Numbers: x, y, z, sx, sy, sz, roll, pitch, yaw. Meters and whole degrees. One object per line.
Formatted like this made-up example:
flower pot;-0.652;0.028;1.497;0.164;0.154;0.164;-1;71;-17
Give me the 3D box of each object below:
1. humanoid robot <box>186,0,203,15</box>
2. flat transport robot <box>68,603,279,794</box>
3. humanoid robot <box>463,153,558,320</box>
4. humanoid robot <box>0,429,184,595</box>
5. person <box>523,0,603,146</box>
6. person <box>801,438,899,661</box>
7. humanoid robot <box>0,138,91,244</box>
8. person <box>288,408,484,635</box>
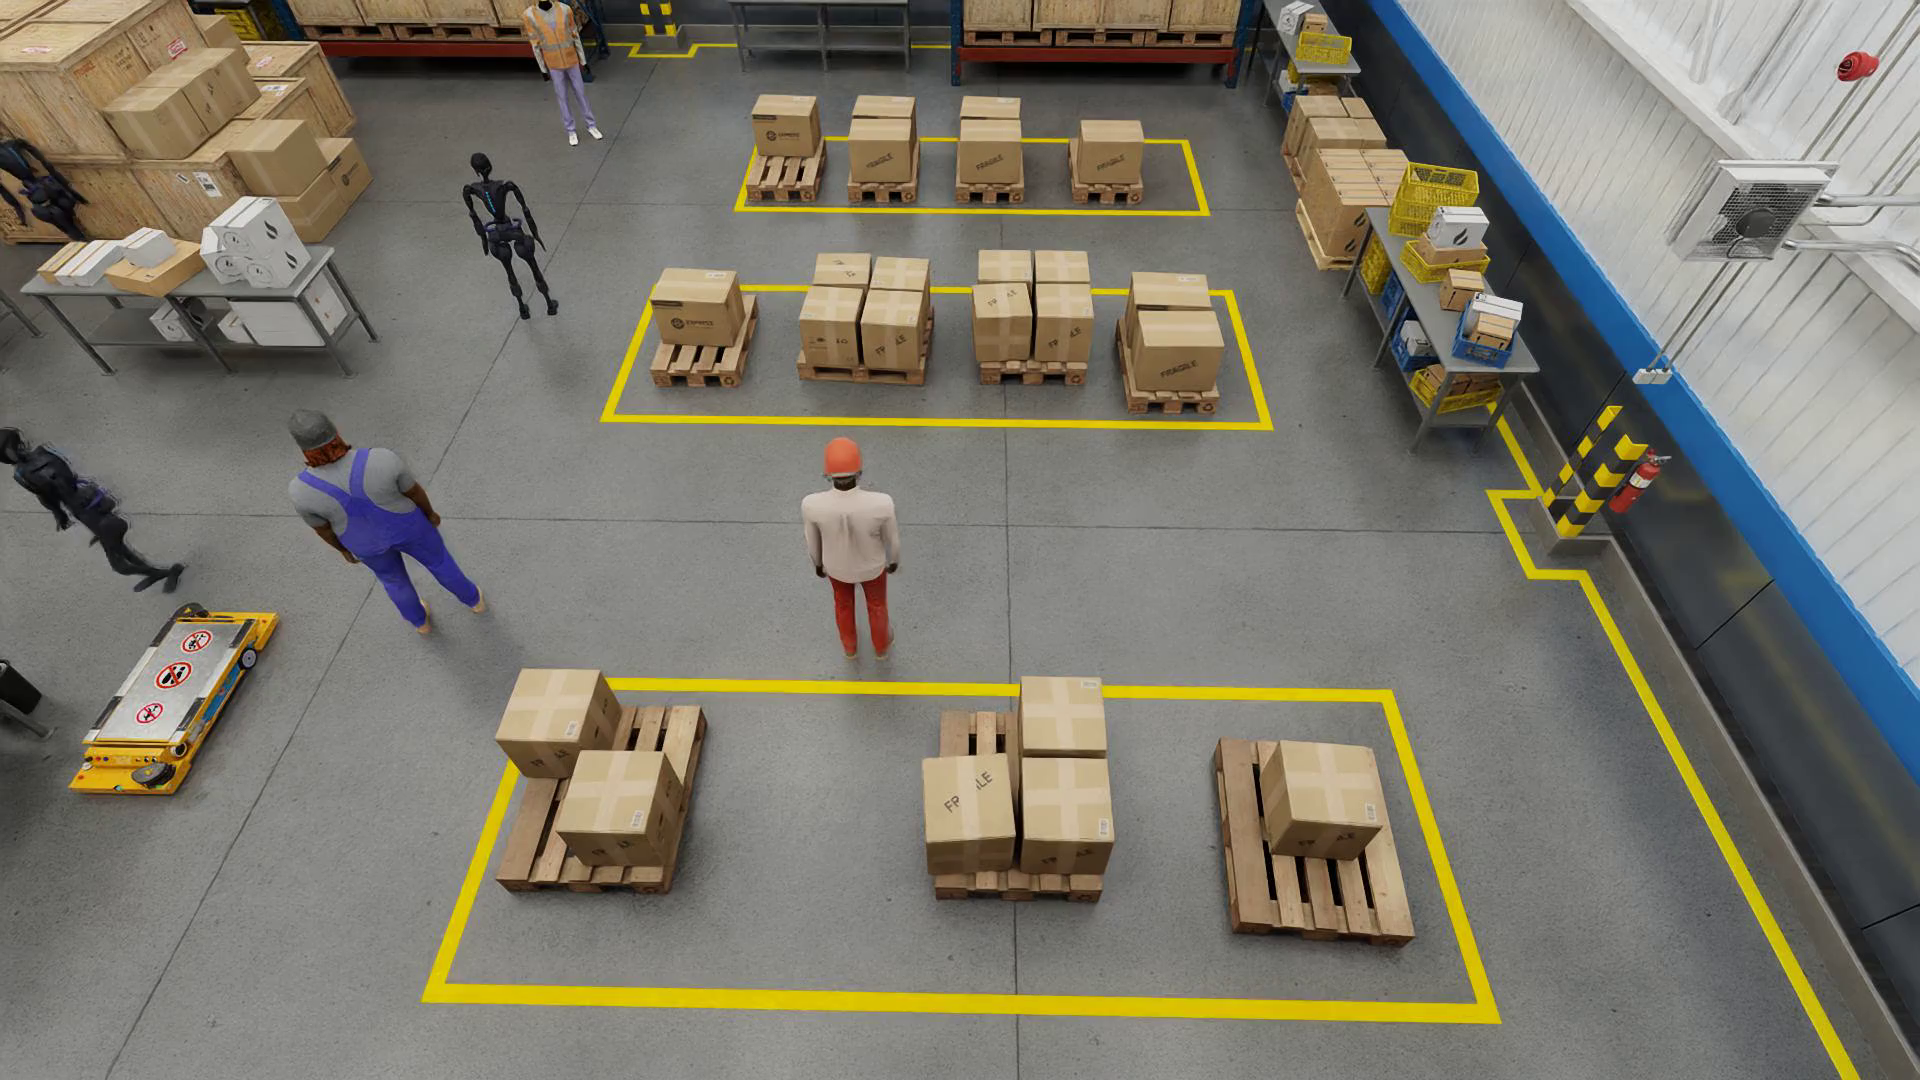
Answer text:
humanoid robot;-9.945;-6.465;11.914;0.565;1.651;0.351;-32;57;-24
flat transport robot;-5.504;1.072;6.442;0.652;0.197;1.431;1;50;1
humanoid robot;-4.399;-2.948;8.938;0.569;1.651;0.332;-11;51;-9
humanoid robot;-6.314;-0.169;6.586;0.610;1.643;0.392;24;54;19
person;-4.878;-5.866;11.251;0.584;1.918;0.373;-24;54;-19
person;-0.703;0.110;6.161;0.605;1.977;0.431;1;50;1
humanoid robot;-9.367;-3.516;9.456;0.729;1.644;0.568;7;50;6
person;-3.975;-0.123;6.312;0.682;2.000;0.535;-23;53;-18
